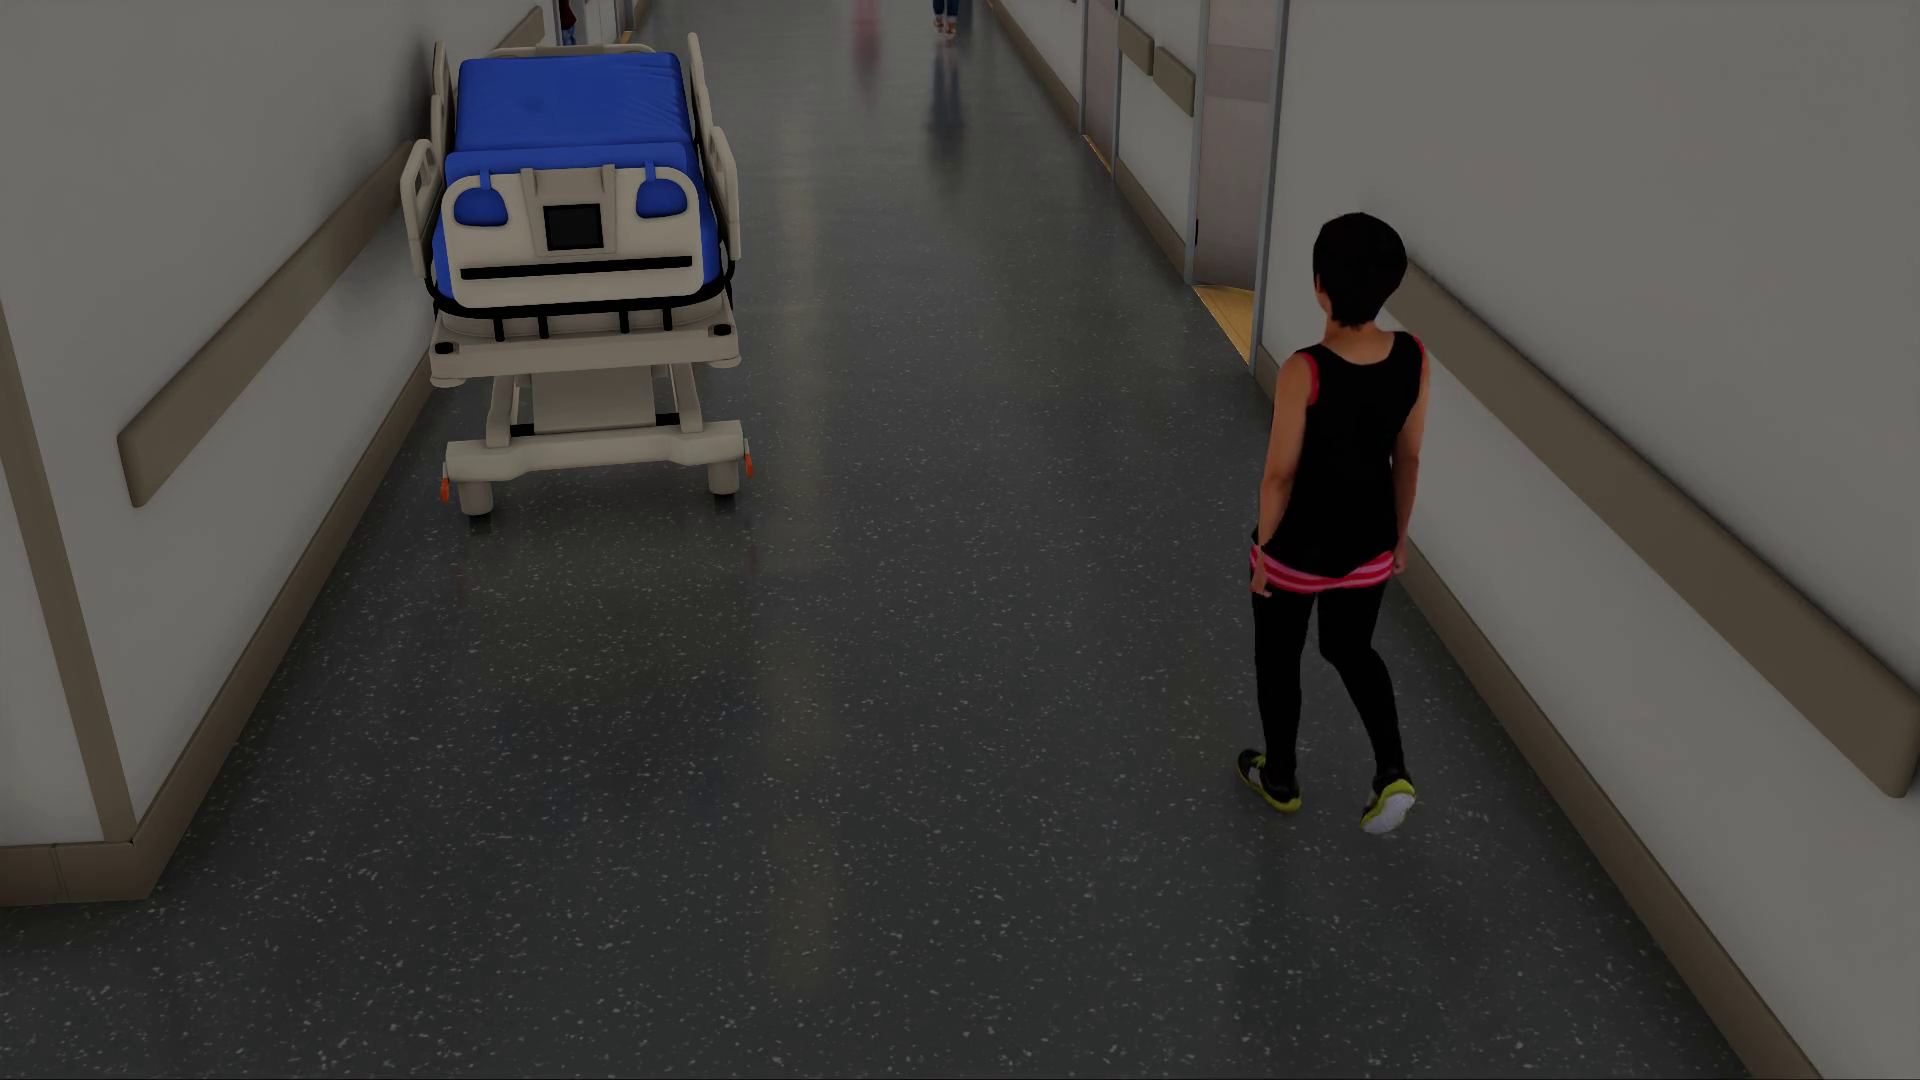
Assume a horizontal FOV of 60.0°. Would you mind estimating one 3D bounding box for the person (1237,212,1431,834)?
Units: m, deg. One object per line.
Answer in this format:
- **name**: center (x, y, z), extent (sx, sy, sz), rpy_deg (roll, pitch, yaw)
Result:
- **person**: center (0.883, 0.027, 3.834), extent (0.816, 1.539, 0.726), rpy_deg (-9, 27, -18)
